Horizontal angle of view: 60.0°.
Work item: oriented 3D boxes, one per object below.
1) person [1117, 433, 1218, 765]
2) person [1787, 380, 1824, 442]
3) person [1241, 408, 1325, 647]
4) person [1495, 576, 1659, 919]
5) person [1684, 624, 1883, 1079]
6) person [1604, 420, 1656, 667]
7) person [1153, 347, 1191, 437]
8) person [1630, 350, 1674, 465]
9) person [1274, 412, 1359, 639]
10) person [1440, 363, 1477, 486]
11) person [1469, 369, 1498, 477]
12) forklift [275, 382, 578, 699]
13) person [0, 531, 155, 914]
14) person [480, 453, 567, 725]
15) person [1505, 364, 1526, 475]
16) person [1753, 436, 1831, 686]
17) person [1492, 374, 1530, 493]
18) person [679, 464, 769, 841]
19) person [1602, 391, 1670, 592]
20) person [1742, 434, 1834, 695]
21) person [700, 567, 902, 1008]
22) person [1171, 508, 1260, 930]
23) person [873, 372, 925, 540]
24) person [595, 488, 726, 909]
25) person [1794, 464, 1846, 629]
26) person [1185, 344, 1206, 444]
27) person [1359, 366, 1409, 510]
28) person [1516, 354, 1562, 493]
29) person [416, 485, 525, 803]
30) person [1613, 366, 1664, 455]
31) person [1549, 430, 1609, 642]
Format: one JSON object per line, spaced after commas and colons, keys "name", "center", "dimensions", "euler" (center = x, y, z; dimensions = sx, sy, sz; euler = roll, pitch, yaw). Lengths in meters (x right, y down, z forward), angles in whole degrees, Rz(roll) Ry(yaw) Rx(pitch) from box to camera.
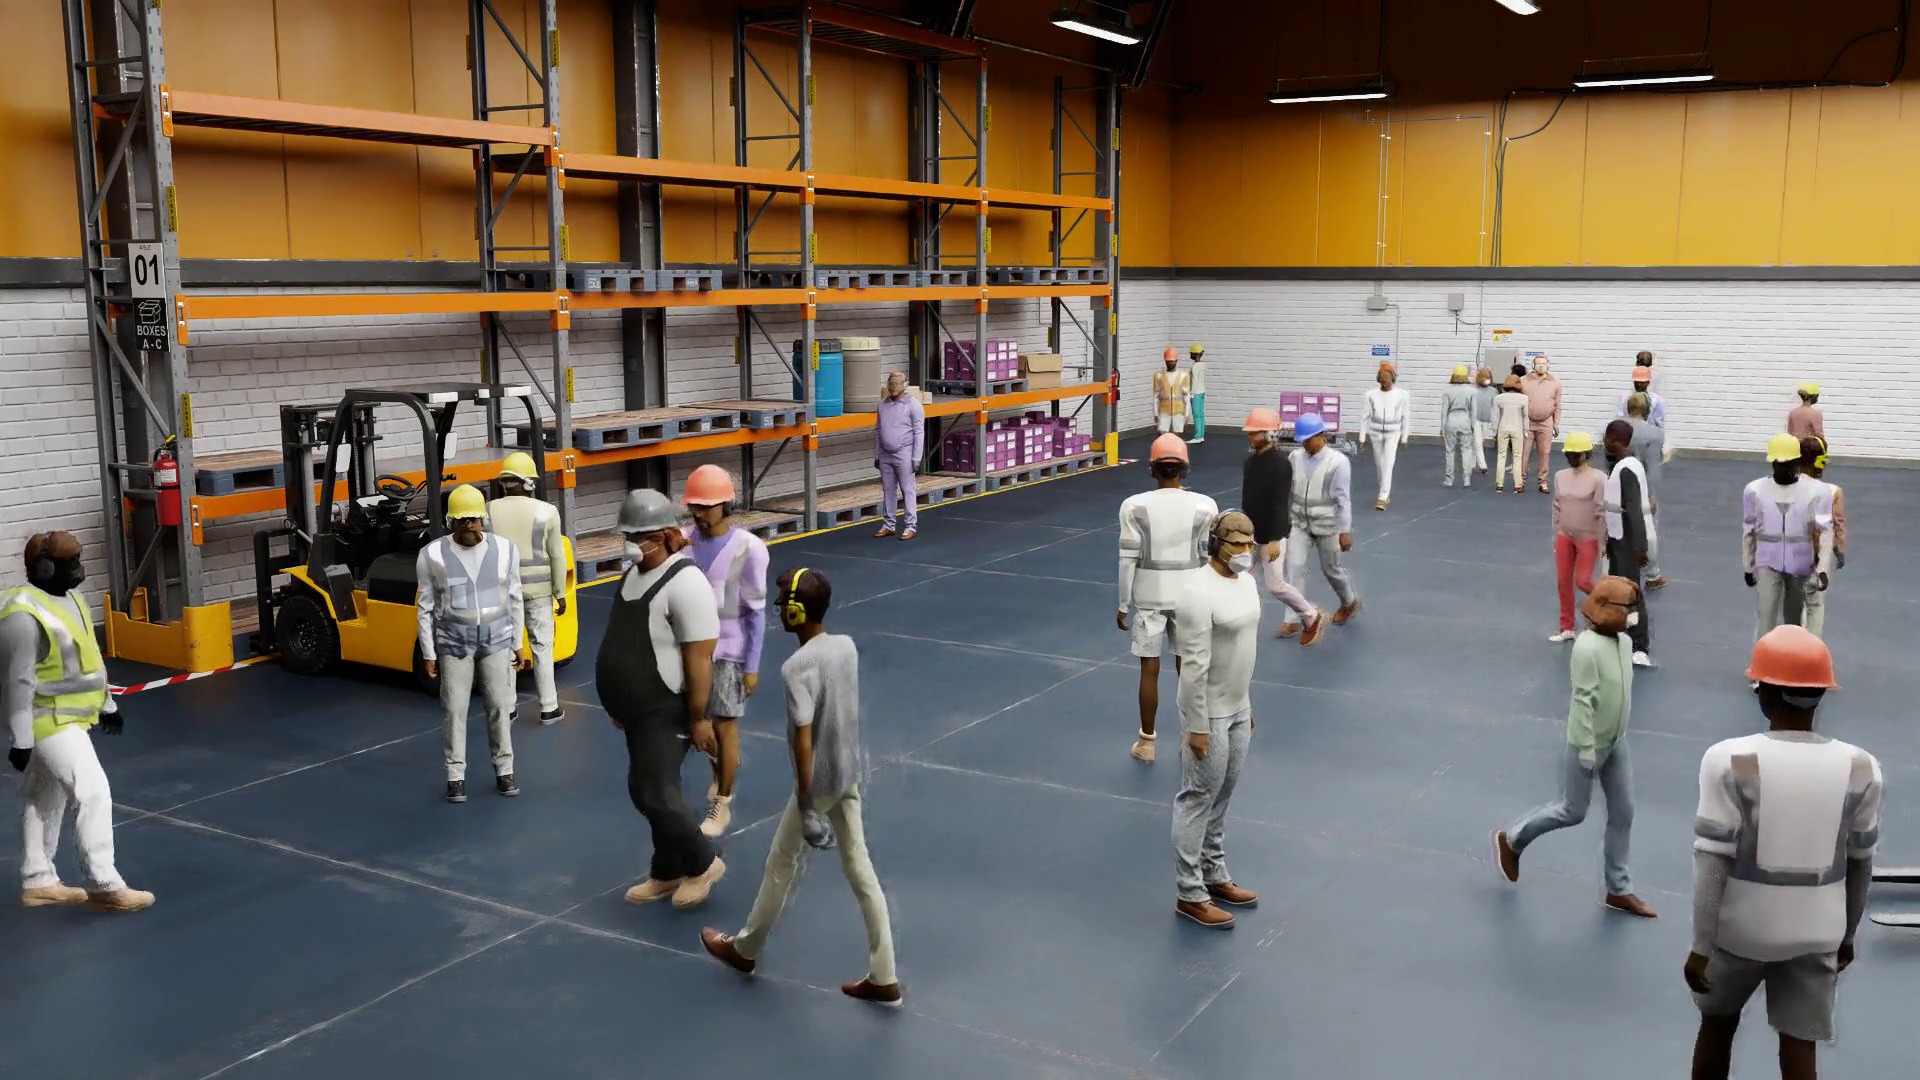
{"name": "person", "center": [1.266, 0.362, 10.216], "dimensions": [0.616, 2.039, 0.389], "euler": [0, 9, -3]}
{"name": "person", "center": [10.035, -1.039, 19.882], "dimensions": [0.711, 1.742, 0.531], "euler": [-1, 9, -8]}
{"name": "person", "center": [2.448, -0.064, 13.115], "dimensions": [0.876, 1.972, 0.613], "euler": [-4, 10, -26]}
{"name": "person", "center": [2.970, 0.947, 7.899], "dimensions": [0.499, 1.609, 0.713], "euler": [-7, 12, -39]}
{"name": "person", "center": [2.593, 1.203, 5.379], "dimensions": [0.577, 1.902, 0.906], "euler": [1, 9, 7]}
{"name": "person", "center": [5.176, 0.026, 12.857], "dimensions": [0.422, 1.871, 0.750], "euler": [2, 9, 14]}
{"name": "person", "center": [3.164, -1.919, 24.848], "dimensions": [0.563, 1.920, 0.464], "euler": [1, 9, 7]}
{"name": "person", "center": [10.721, -2.032, 25.850], "dimensions": [0.676, 1.822, 0.630], "euler": [2, 9, 11]}
{"name": "person", "center": [3.016, -0.144, 13.895], "dimensions": [0.676, 1.885, 0.946], "euler": [8, 12, 42]}
{"name": "person", "center": [7.053, -1.627, 23.560], "dimensions": [0.492, 1.741, 0.320], "euler": [1, 9, 7]}
{"name": "person", "center": [7.762, -1.724, 24.621], "dimensions": [0.512, 1.583, 0.870], "euler": [-2, 9, -13]}
{"name": "forklift", "center": [-3.974, -0.067, 12.417], "dimensions": [2.313, 2.155, 1.214], "euler": [5, 11, 30]}
{"name": "person", "center": [-4.134, 0.853, 7.836], "dimensions": [0.768, 1.812, 0.634], "euler": [-2, 9, -12]}
{"name": "person", "center": [-2.914, 0.332, 11.076], "dimensions": [0.600, 1.821, 0.404], "euler": [0, 9, -2]}
{"name": "person", "center": [8.306, -1.787, 24.768], "dimensions": [0.355, 1.675, 0.562], "euler": [1, 9, 8]}
{"name": "person", "center": [6.112, 0.161, 12.111], "dimensions": [0.758, 1.841, 0.546], "euler": [-5, 10, -29]}
{"name": "person", "center": [7.578, -1.464, 22.882], "dimensions": [0.497, 1.633, 0.279], "euler": [5, 10, 27]}
{"name": "person", "center": [-1.286, 0.583, 8.903], "dimensions": [0.630, 2.020, 0.599], "euler": [4, 10, 21]}
{"name": "person", "center": [6.392, -0.443, 15.643], "dimensions": [0.885, 1.906, 0.661], "euler": [-6, 11, -33]}
{"name": "person", "center": [5.945, 0.165, 12.007], "dimensions": [0.600, 1.865, 1.028], "euler": [5, 10, 28]}
{"name": "person", "center": [-0.641, 1.004, 6.925], "dimensions": [0.996, 1.812, 0.516], "euler": [6, 11, 33]}
{"name": "person", "center": [1.208, 0.810, 7.751], "dimensions": [0.377, 1.936, 0.628], "euler": [6, 11, 33]}
{"name": "person", "center": [-0.721, -0.952, 18.840], "dimensions": [0.654, 1.905, 0.408], "euler": [6, 11, 34]}
{"name": "person", "center": [-1.445, 0.744, 7.831], "dimensions": [0.535, 2.000, 0.693], "euler": [-6, 11, -32]}
{"name": "person", "center": [6.677, 0.109, 13.155], "dimensions": [0.538, 1.597, 0.872], "euler": [8, 12, 40]}
{"name": "person", "center": [4.181, -2.585, 29.466], "dimensions": [0.311, 1.768, 0.522], "euler": [4, 10, 25]}
{"name": "person", "center": [5.449, -1.323, 21.411], "dimensions": [0.590, 1.827, 1.007], "euler": [4, 10, 23]}
{"name": "person", "center": [7.909, -1.592, 22.815], "dimensions": [0.642, 1.913, 0.409], "euler": [2, 9, 12]}
{"name": "person", "center": [-2.781, 0.587, 9.495], "dimensions": [0.591, 1.826, 0.403], "euler": [-4, 10, -25]}
{"name": "person", "center": [8.224, -1.173, 20.264], "dimensions": [0.556, 1.884, 0.984], "euler": [8, 12, 40]}
{"name": "person", "center": [5.069, -0.029, 13.554], "dimensions": [0.498, 1.748, 0.542], "euler": [-6, 11, -33]}
